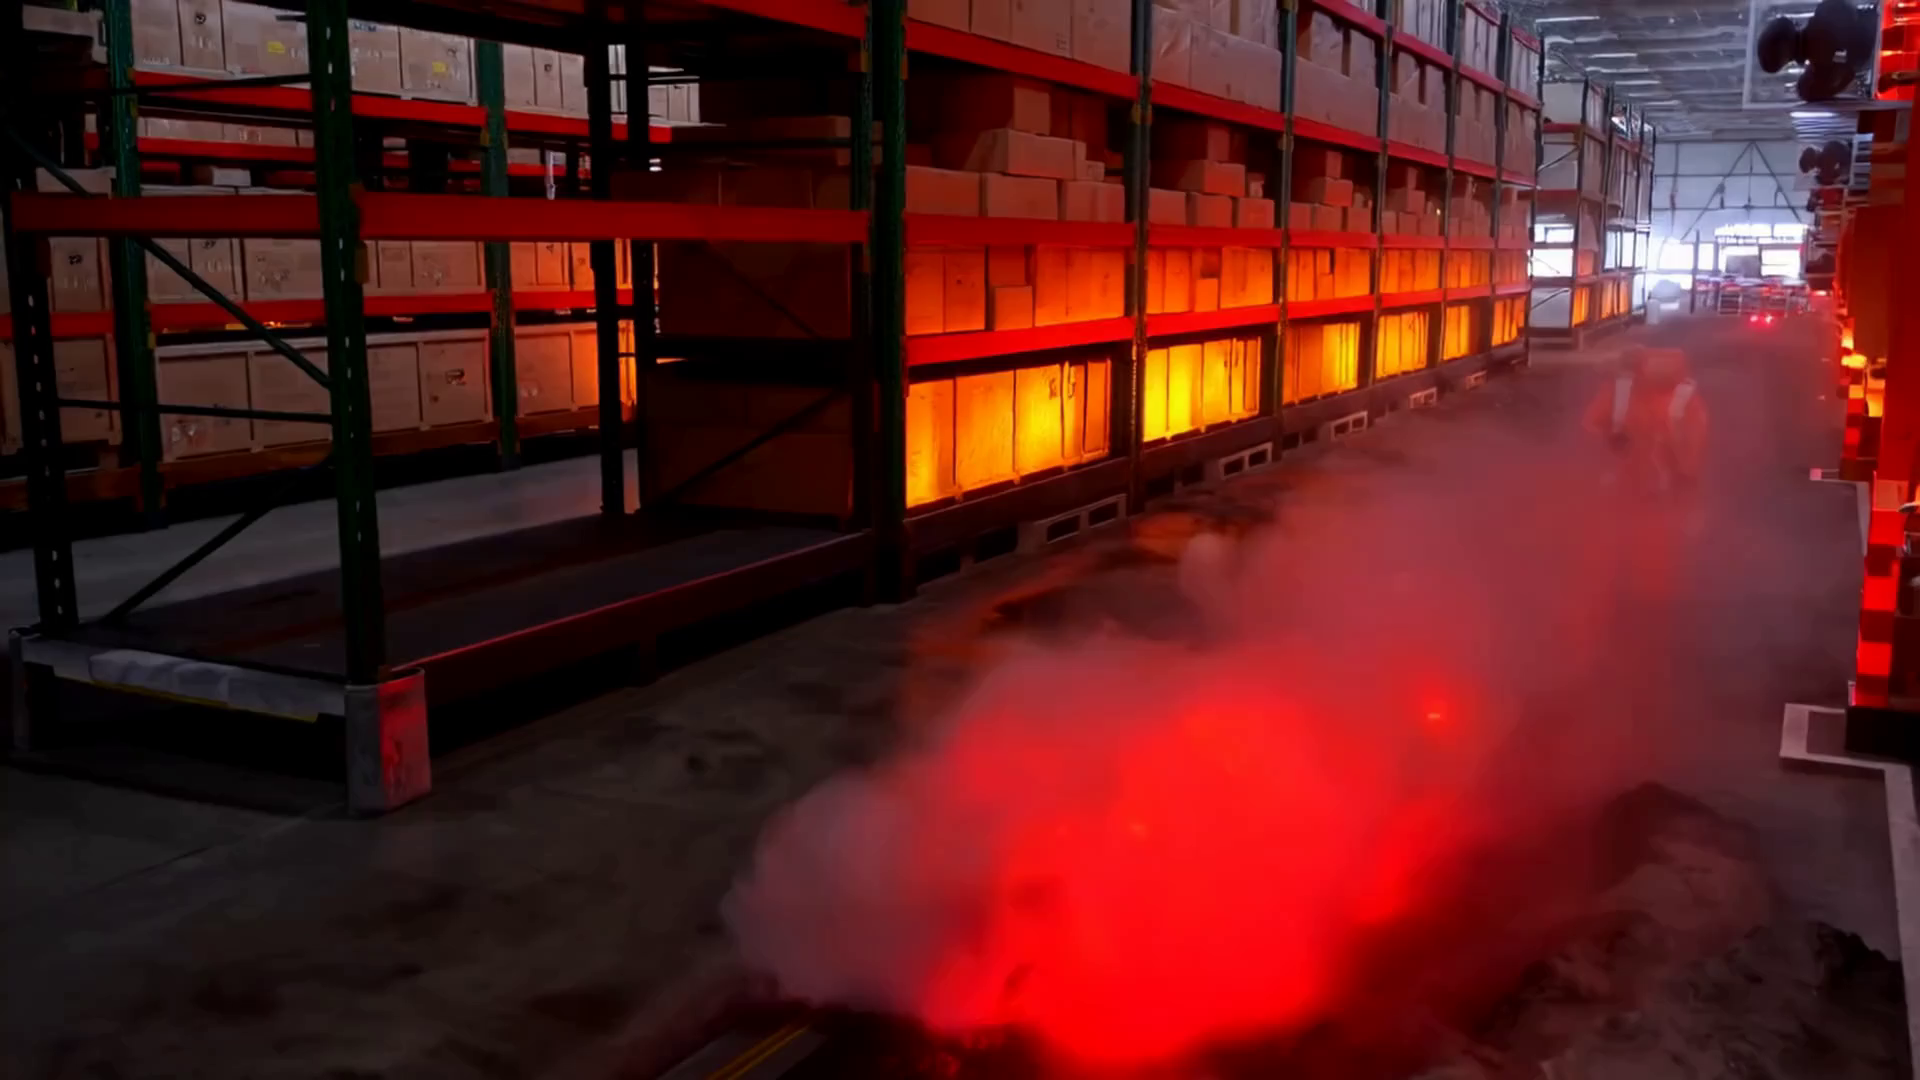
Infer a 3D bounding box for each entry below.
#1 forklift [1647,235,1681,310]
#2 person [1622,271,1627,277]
[{"bbox_3d":[26.368,-10.152,63.117,1.873,2.768,1.129,5,11,27],"label":"forklift"},{"bbox_3d":[30.246,-11.920,76.083,0.357,1.938,0.545,-4,10,-21],"label":"person"}]
